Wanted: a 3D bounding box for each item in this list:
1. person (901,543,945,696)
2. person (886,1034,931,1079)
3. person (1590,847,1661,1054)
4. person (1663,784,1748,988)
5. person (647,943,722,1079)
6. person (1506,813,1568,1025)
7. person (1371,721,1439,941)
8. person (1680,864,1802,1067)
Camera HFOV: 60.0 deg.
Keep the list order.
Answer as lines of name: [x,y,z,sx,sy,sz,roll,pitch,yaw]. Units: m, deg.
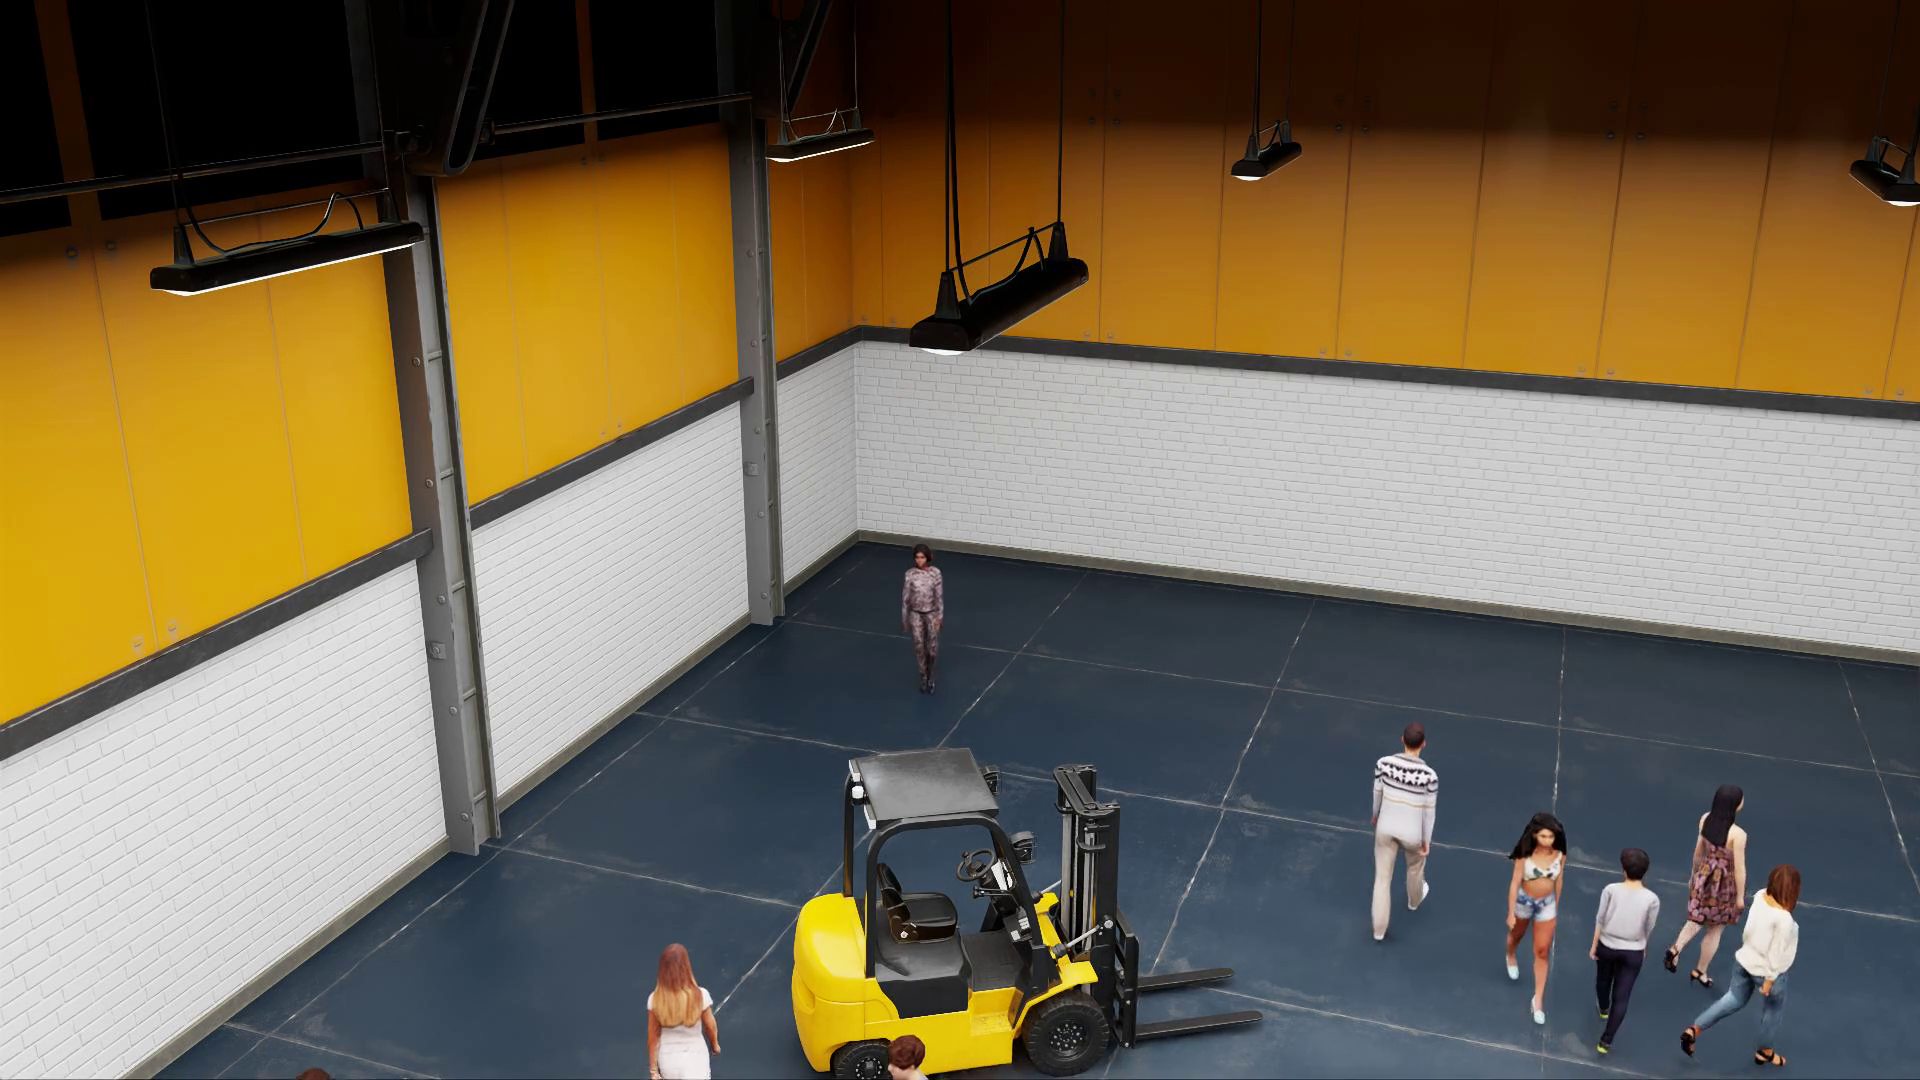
person: [-0.386,0.832,18.271,0.683,1.706,0.717,2,19,5]
person: [-0.200,3.669,9.952,0.838,1.639,0.779,-10,21,-28]
person: [4.792,3.022,12.070,0.610,1.513,0.935,7,20,21]
person: [5.705,2.682,12.688,0.933,1.762,0.890,-6,20,-18]
person: [-1.790,3.426,10.651,0.796,1.652,1.167,1,19,3]
person: [4.336,2.785,12.666,0.780,1.581,1.095,1,19,3]
person: [3.541,2.391,13.452,0.810,1.827,1.150,9,21,26]
person: [5.596,3.043,11.792,0.964,1.650,1.065,-2,19,-6]
